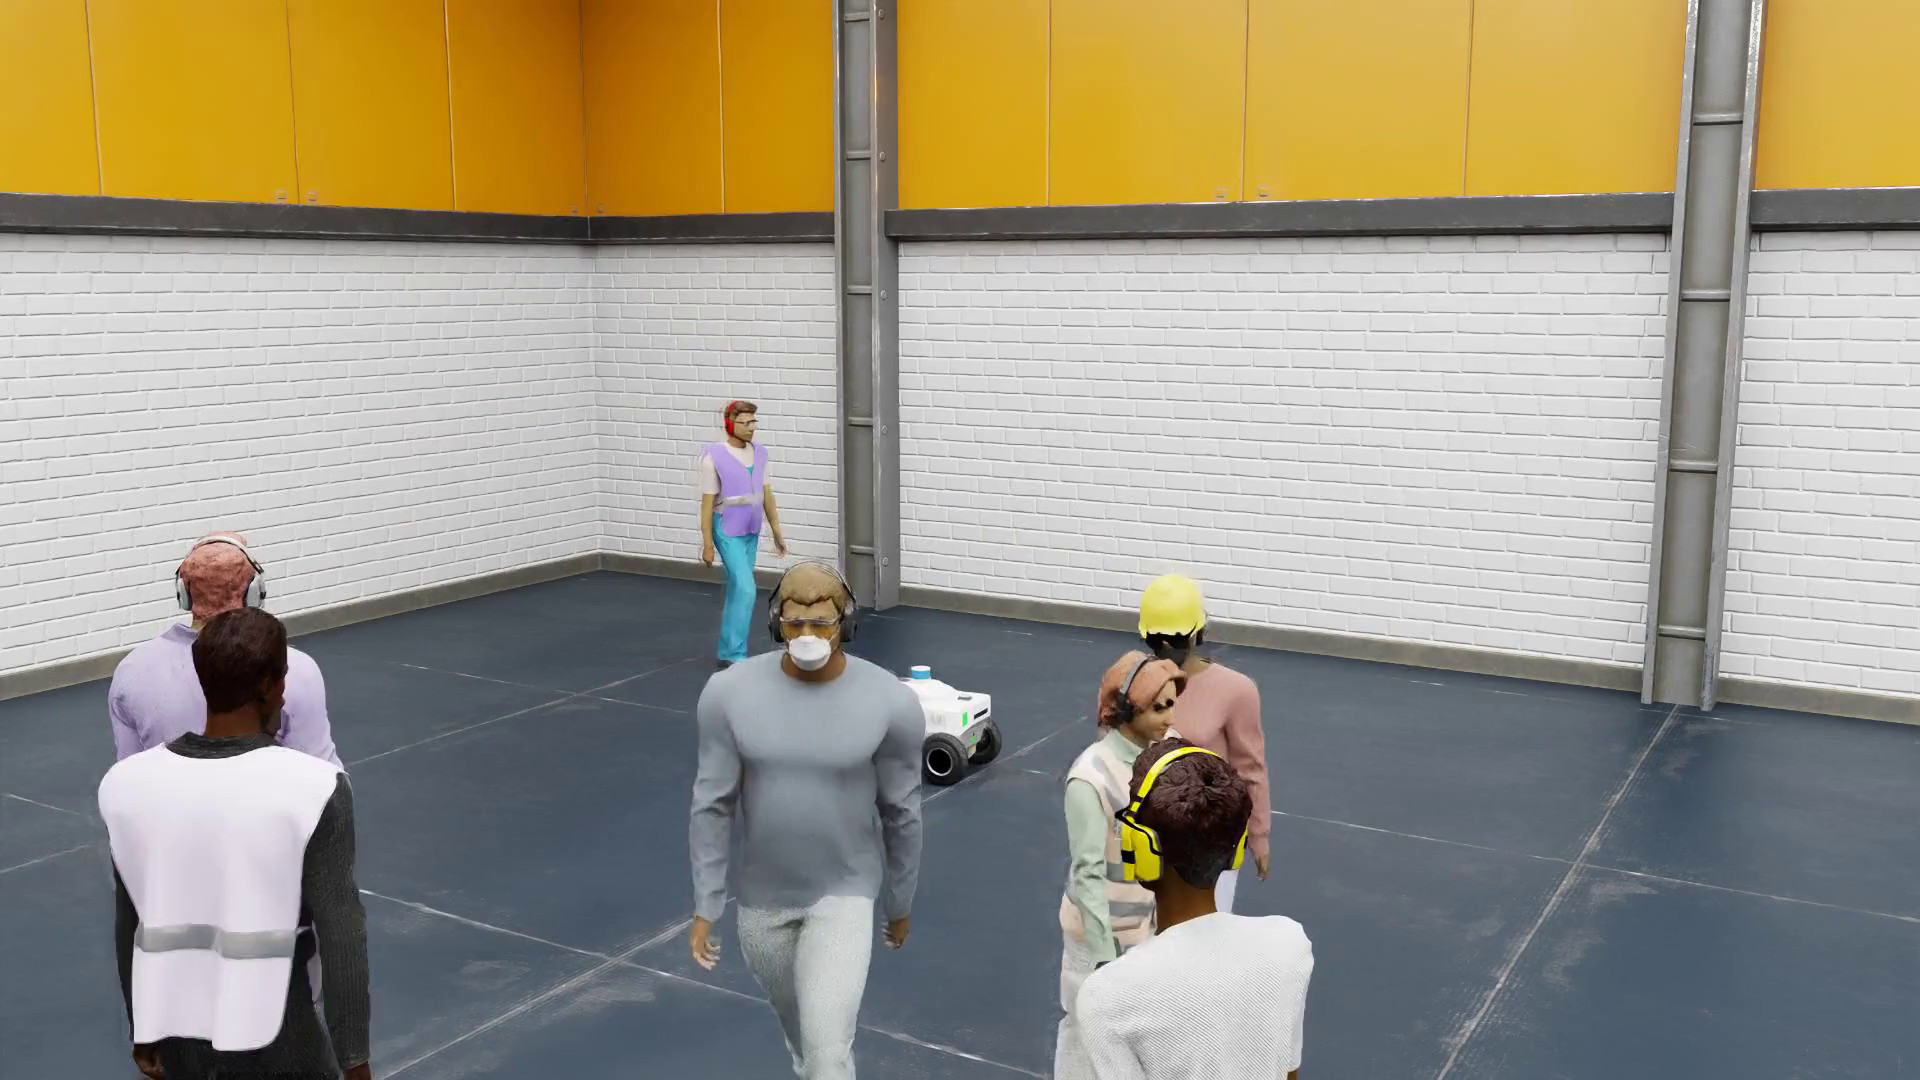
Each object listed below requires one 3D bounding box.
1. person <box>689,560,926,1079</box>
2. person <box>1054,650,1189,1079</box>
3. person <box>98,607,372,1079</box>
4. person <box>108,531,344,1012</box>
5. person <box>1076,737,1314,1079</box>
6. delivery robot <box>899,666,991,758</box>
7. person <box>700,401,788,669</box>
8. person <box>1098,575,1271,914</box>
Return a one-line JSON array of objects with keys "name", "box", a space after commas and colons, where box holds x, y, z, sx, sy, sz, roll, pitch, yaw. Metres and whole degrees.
[{"name": "person", "box": [-0.406, 0.969, 4.672, 0.628, 1.898, 1.051, 1, 9, 8]}, {"name": "person", "box": [0.531, 1.105, 4.639, 0.758, 1.603, 0.543, 9, 13, 43]}, {"name": "person", "box": [-1.633, 1.104, 3.771, 0.632, 1.898, 0.460, 1, 9, 5]}, {"name": "person", "box": [-2.087, 0.922, 4.866, 0.651, 1.913, 0.409, 1, 9, 6]}, {"name": "person", "box": [0.385, 1.262, 2.878, 0.530, 1.869, 0.311, -6, 11, -35]}, {"name": "delivery robot", "box": [-0.207, 0.914, 8.848, 0.707, 0.478, 0.477, 4, 10, 25]}, {"name": "person", "box": [-1.404, -0.003, 10.933, 0.630, 1.823, 0.581, 5, 11, 30]}, {"name": "person", "box": [0.696, 0.954, 5.289, 0.544, 1.719, 0.791, 4, 10, 23]}]
